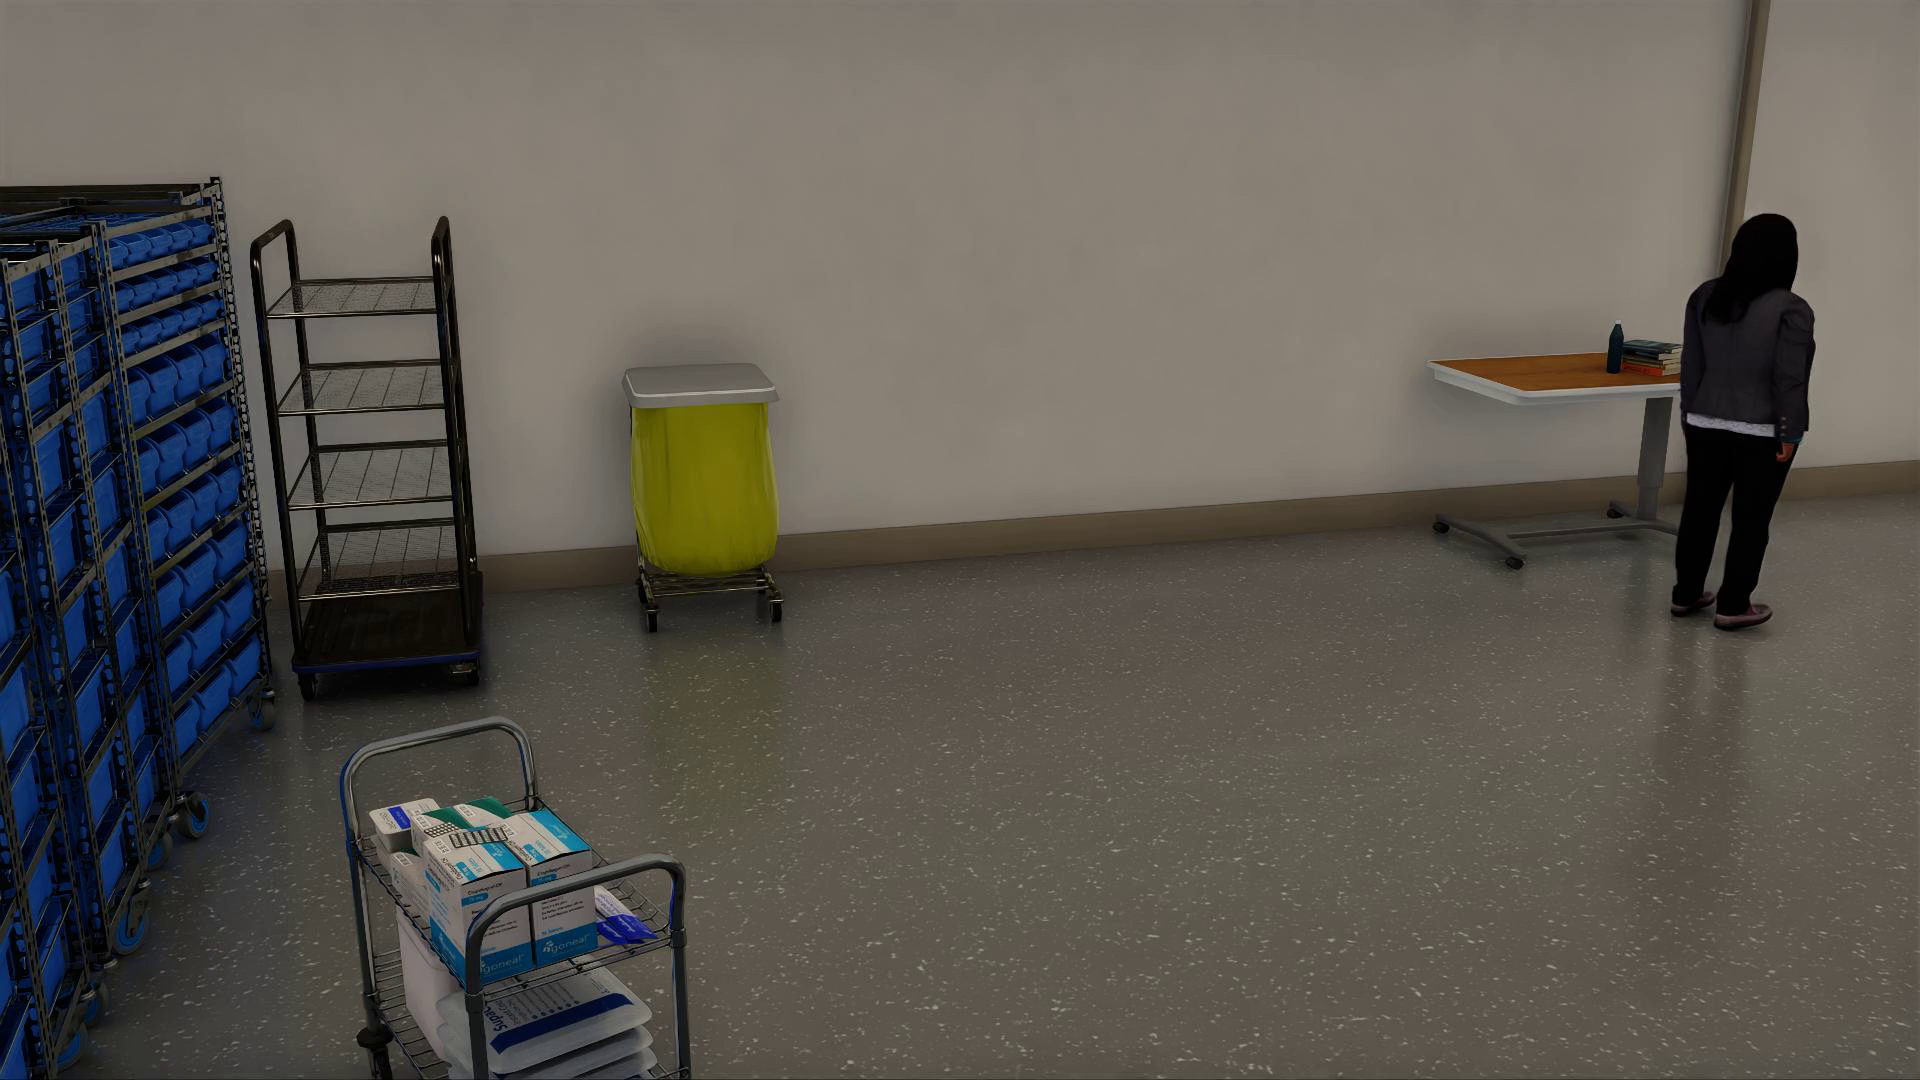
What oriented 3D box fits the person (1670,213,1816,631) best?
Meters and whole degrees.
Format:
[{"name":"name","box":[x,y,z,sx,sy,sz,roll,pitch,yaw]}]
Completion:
[{"name":"person","box":[3.010,-0.450,6.422,0.757,1.599,0.749,-10,19,-31]}]
